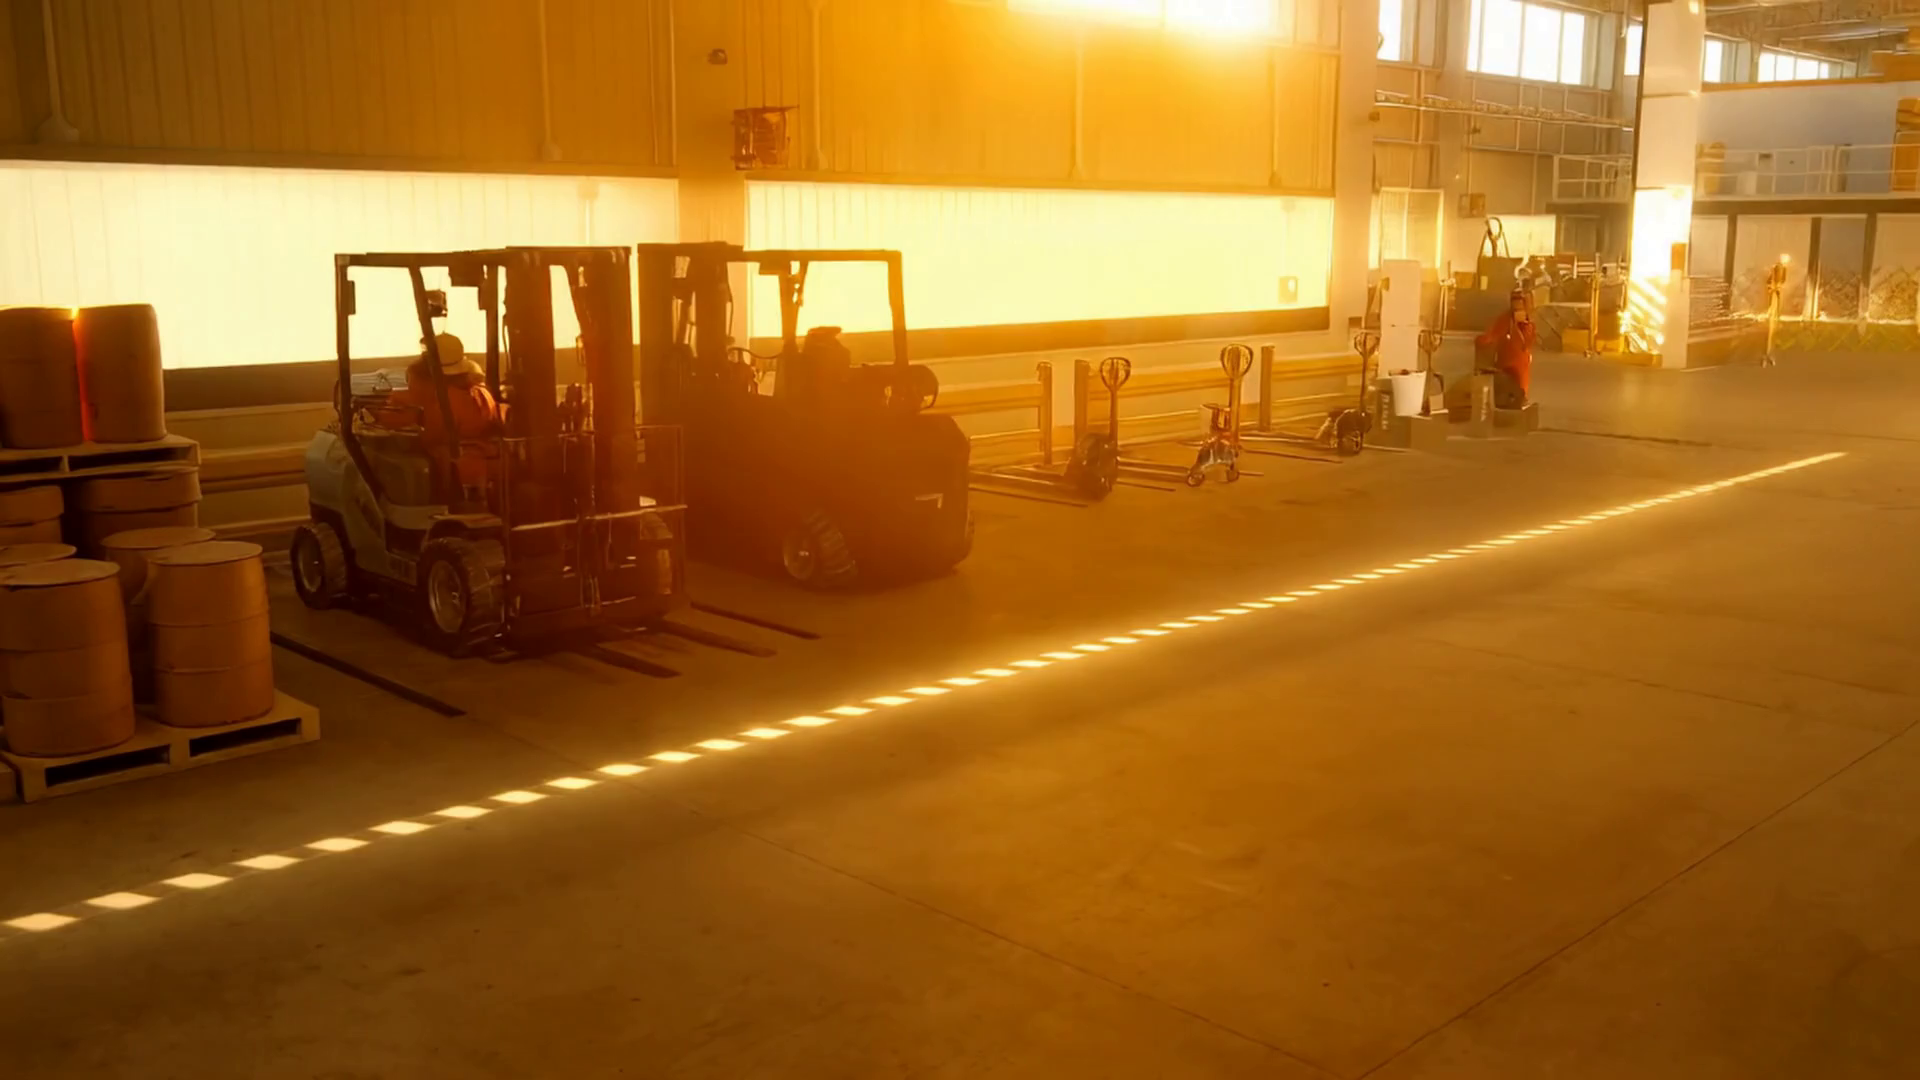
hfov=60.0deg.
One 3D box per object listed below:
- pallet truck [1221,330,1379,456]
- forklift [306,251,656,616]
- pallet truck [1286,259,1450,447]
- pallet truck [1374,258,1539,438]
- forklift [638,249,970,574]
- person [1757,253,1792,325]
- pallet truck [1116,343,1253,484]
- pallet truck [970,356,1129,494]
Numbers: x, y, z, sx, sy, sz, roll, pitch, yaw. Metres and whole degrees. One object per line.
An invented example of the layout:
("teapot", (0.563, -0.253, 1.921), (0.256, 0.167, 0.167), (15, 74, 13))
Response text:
("pallet truck", (3.563, -1.581, 17.381), (0.653, 1.274, 1.630), (-10, 14, -44))
("forklift", (-2.833, -0.669, 9.694), (1.157, 1.987, 2.680), (-10, 14, -44))
("pallet truck", (4.493, -2.078, 18.196), (0.823, 1.965, 1.885), (-9, 14, -40))
("pallet truck", (5.704, -2.208, 18.901), (1.885, 1.965, 0.823), (10, 14, 43))
("forklift", (-1.173, -0.958, 11.239), (2.680, 1.987, 1.157), (10, 14, 43))
("person", (20.497, -6.310, 41.825), (0.648, 1.807, 0.570), (3, 11, 14))
("pallet truck", (1.962, -1.215, 15.415), (1.522, 1.261, 0.704), (10, 14, 43))
("pallet truck", (0.784, -1.085, 14.876), (0.680, 1.201, 1.601), (-10, 14, -44))
